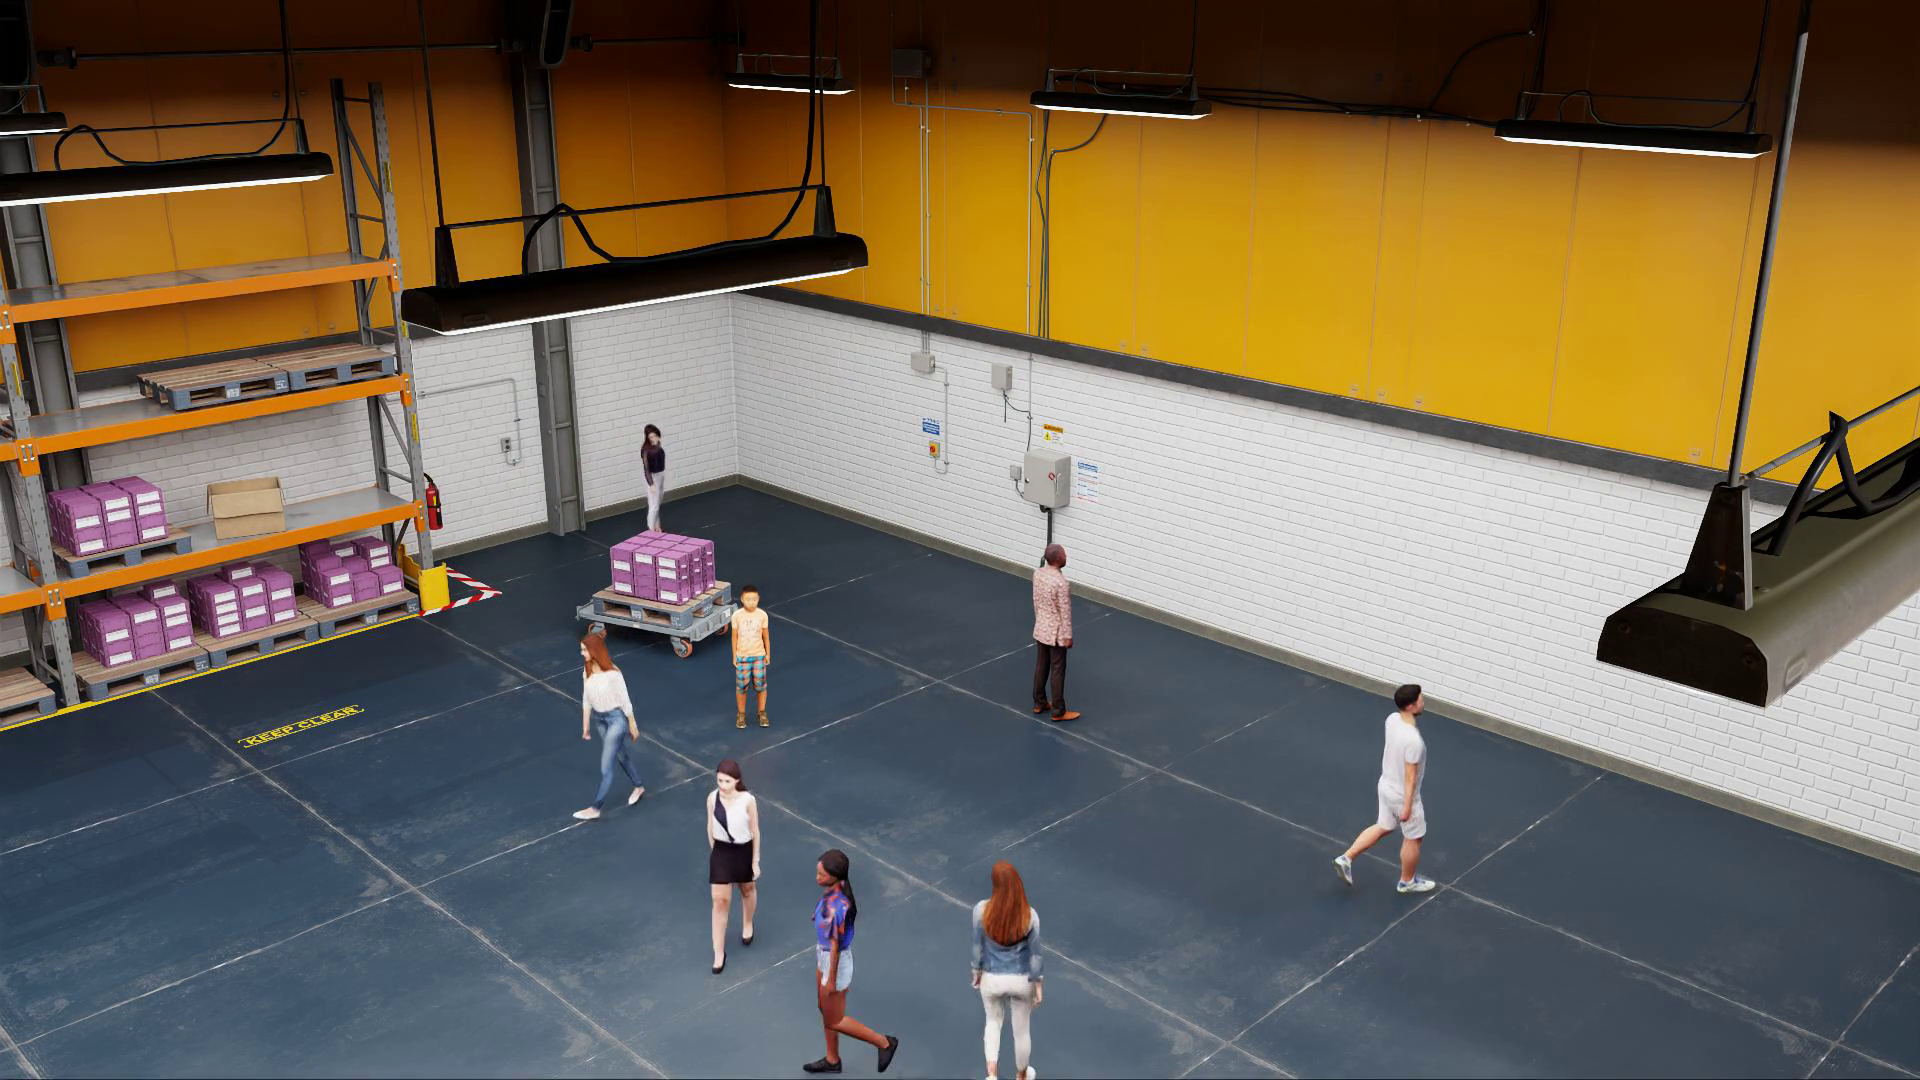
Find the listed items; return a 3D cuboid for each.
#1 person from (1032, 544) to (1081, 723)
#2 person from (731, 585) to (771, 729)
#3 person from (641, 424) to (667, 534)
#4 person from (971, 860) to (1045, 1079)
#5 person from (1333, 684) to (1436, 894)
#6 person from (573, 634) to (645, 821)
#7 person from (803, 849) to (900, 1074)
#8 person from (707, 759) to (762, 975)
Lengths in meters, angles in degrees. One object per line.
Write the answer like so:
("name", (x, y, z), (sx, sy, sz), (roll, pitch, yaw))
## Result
("person", (0.917, 0.905, 16.511), (0.645, 1.808, 0.714), (-13, 22, -33))
("person", (-2.065, 1.130, 16.390), (0.576, 1.459, 0.659), (-3, 19, -10))
("person", (-3.998, -0.780, 21.849), (0.837, 1.595, 0.700), (-1, 19, -2))
("person", (0.276, 2.900, 10.769), (0.870, 1.691, 0.963), (5, 19, 14))
("person", (3.410, 1.999, 13.219), (1.204, 1.835, 1.049), (-4, 19, -11))
("person", (-2.995, 1.600, 14.650), (0.751, 1.678, 1.113), (10, 21, 27))
("person", (-0.735, 2.817, 10.957), (0.980, 1.729, 0.894), (-1, 19, -3))
("person", (-1.655, 2.357, 12.492), (0.929, 1.620, 1.022), (1, 19, 3))
